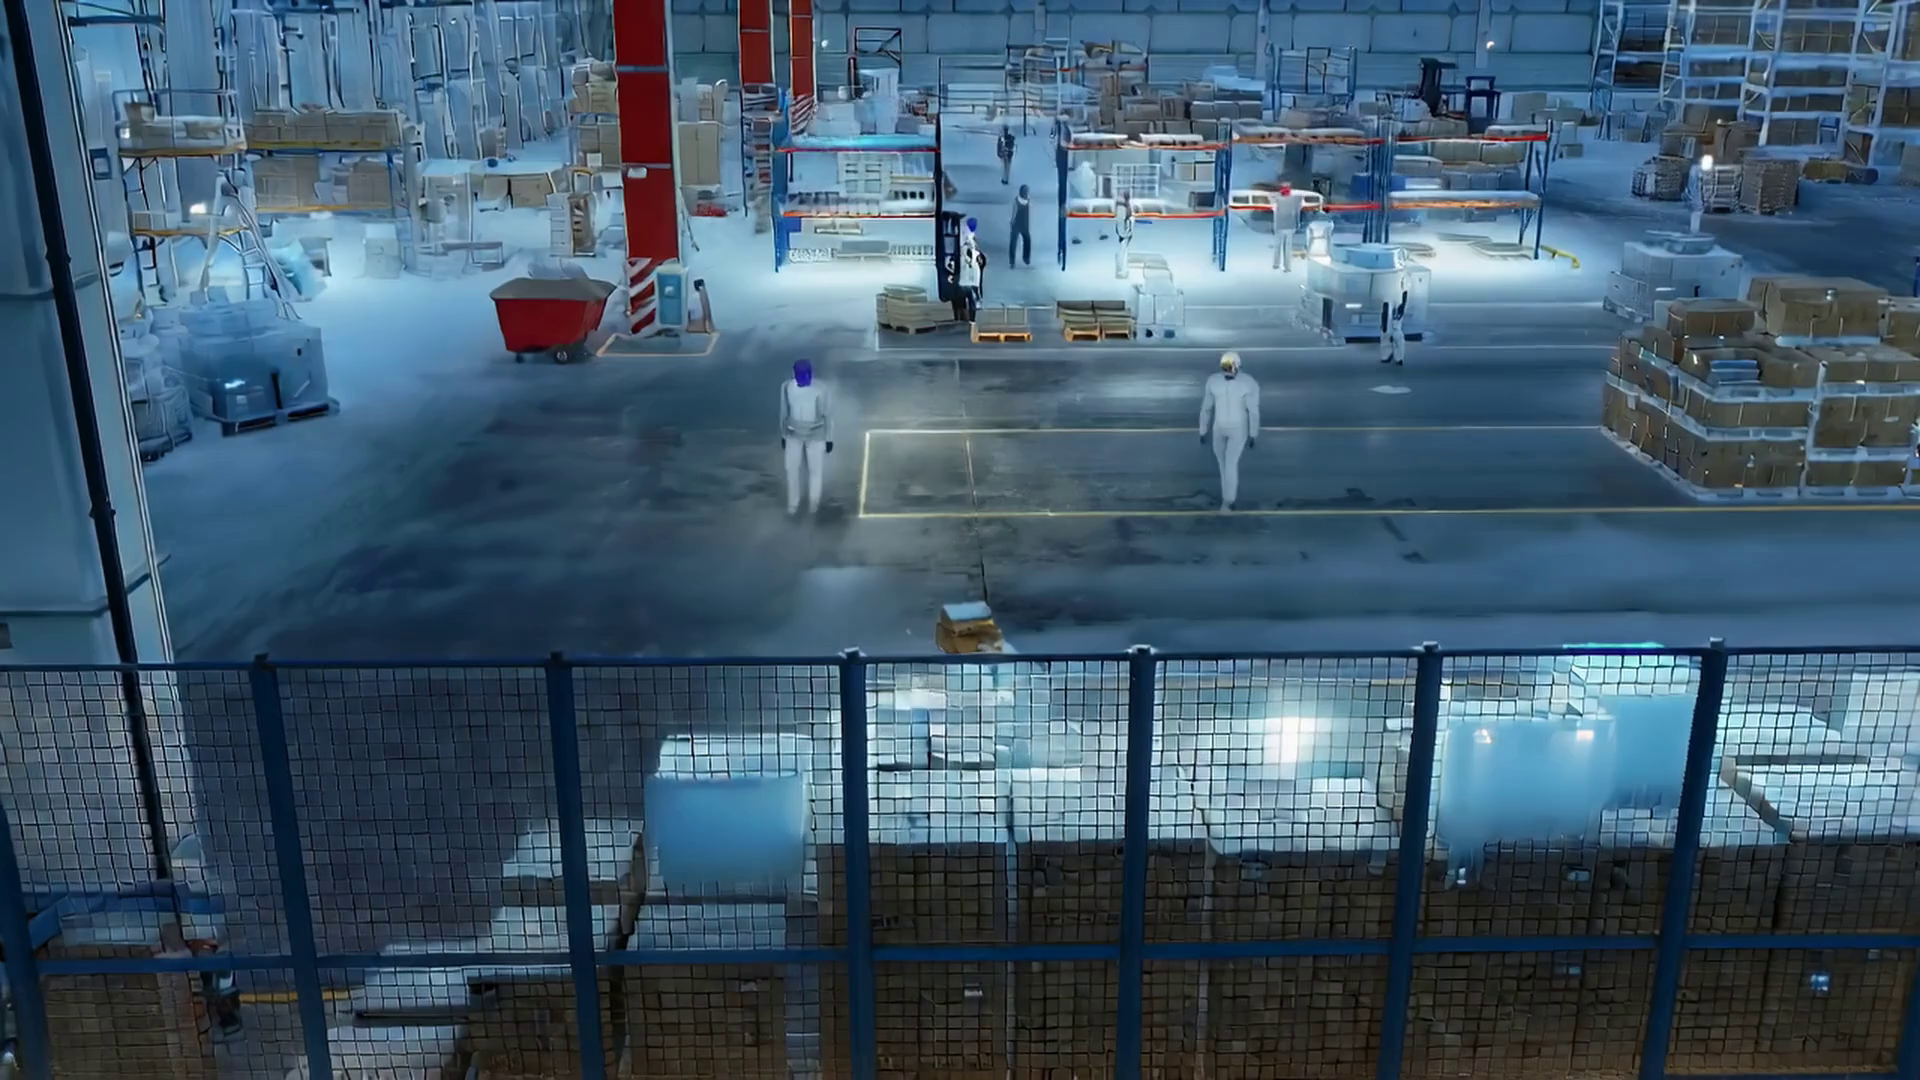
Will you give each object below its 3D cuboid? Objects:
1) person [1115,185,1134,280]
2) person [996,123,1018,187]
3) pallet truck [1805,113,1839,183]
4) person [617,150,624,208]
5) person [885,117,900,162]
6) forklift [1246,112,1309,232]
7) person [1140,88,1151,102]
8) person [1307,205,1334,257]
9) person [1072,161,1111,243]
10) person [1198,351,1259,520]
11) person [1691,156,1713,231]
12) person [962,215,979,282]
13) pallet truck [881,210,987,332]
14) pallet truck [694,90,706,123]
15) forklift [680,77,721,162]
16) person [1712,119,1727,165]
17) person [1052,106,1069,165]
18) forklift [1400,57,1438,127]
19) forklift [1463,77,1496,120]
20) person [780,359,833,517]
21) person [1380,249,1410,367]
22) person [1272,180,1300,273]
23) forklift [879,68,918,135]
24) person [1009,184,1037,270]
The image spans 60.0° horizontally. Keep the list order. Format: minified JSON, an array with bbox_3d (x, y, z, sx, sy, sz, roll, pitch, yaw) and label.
[{"bbox_3d":[3.381,-6.295,34.029,0.375,1.917,0.598,10,21,26],"label":"person"},{"bbox_3d":[1.449,-11.429,49.367,0.607,1.841,0.927,-9,21,-26],"label":"person"},{"bbox_3d":[26.403,-11.957,50.702,0.823,1.965,1.885,6,19,16],"label":"pallet truck"},{"bbox_3d":[-8.894,-9.855,44.564,0.552,1.932,0.377,-9,20,-24],"label":"person"},{"bbox_3d":[-2.211,-13.026,54.445,0.537,1.625,0.378,-7,20,-19],"label":"person"},{"bbox_3d":[8.037,-8.951,40.426,1.873,2.768,1.129,-1,19,-1],"label":"forklift"},{"bbox_3d":[7.158,-16.466,64.232,0.866,1.912,0.631,-13,22,-33],"label":"person"},{"bbox_3d":[6.999,-5.643,32.360,0.487,1.746,0.285,1,19,3],"label":"person"},{"bbox_3d":[3.060,-7.889,38.812,1.025,1.885,0.633,-13,23,-34],"label":"person"},{"bbox_3d":[2.999,-1.186,18.869,0.662,1.913,0.770,11,22,30],"label":"person"},{"bbox_3d":[17.455,-8.046,39.149,0.367,1.966,0.606,4,19,11],"label":"person"},{"bbox_3d":[0.198,-5.244,31.249,0.318,1.699,0.534,0,19,1],"label":"person"},{"bbox_3d":[-0.493,-4.759,29.349,1.885,1.965,0.823,-13,23,-34],"label":"pallet truck"},{"bbox_3d":[-9.671,-15.907,62.421,0.823,1.965,1.885,5,19,15],"label":"pallet truck"},{"bbox_3d":[-8.944,-13.866,55.007,1.873,2.768,1.129,-1,19,-1],"label":"forklift"},{"bbox_3d":[23.652,-12.174,51.693,1.058,1.788,0.520,-6,19,-17],"label":"person"},{"bbox_3d":[3.343,-13.383,55.126,0.626,1.896,0.745,4,19,13],"label":"person"},{"bbox_3d":[19.347,-18.501,68.755,1.873,2.768,1.129,-1,19,-1],"label":"forklift"},{"bbox_3d":[17.208,-13.983,55.353,1.129,2.768,1.873,-1,19,-2],"label":"forklift"},{"bbox_3d":[-1.755,-1.144,18.894,0.638,1.824,0.610,2,19,5],"label":"person"},{"bbox_3d":[6.918,-3.675,26.335,0.313,1.866,0.538,0,19,1],"label":"person"},{"bbox_3d":[6.822,-6.571,34.894,0.596,1.898,0.540,-1,19,-4],"label":"person"},{"bbox_3d":[-2.566,-15.673,60.368,1.873,2.768,1.129,-10,21,-26],"label":"forklift"},{"bbox_3d":[1.308,-6.591,35.073,0.549,1.799,0.829,-14,23,-36],"label":"person"}]
